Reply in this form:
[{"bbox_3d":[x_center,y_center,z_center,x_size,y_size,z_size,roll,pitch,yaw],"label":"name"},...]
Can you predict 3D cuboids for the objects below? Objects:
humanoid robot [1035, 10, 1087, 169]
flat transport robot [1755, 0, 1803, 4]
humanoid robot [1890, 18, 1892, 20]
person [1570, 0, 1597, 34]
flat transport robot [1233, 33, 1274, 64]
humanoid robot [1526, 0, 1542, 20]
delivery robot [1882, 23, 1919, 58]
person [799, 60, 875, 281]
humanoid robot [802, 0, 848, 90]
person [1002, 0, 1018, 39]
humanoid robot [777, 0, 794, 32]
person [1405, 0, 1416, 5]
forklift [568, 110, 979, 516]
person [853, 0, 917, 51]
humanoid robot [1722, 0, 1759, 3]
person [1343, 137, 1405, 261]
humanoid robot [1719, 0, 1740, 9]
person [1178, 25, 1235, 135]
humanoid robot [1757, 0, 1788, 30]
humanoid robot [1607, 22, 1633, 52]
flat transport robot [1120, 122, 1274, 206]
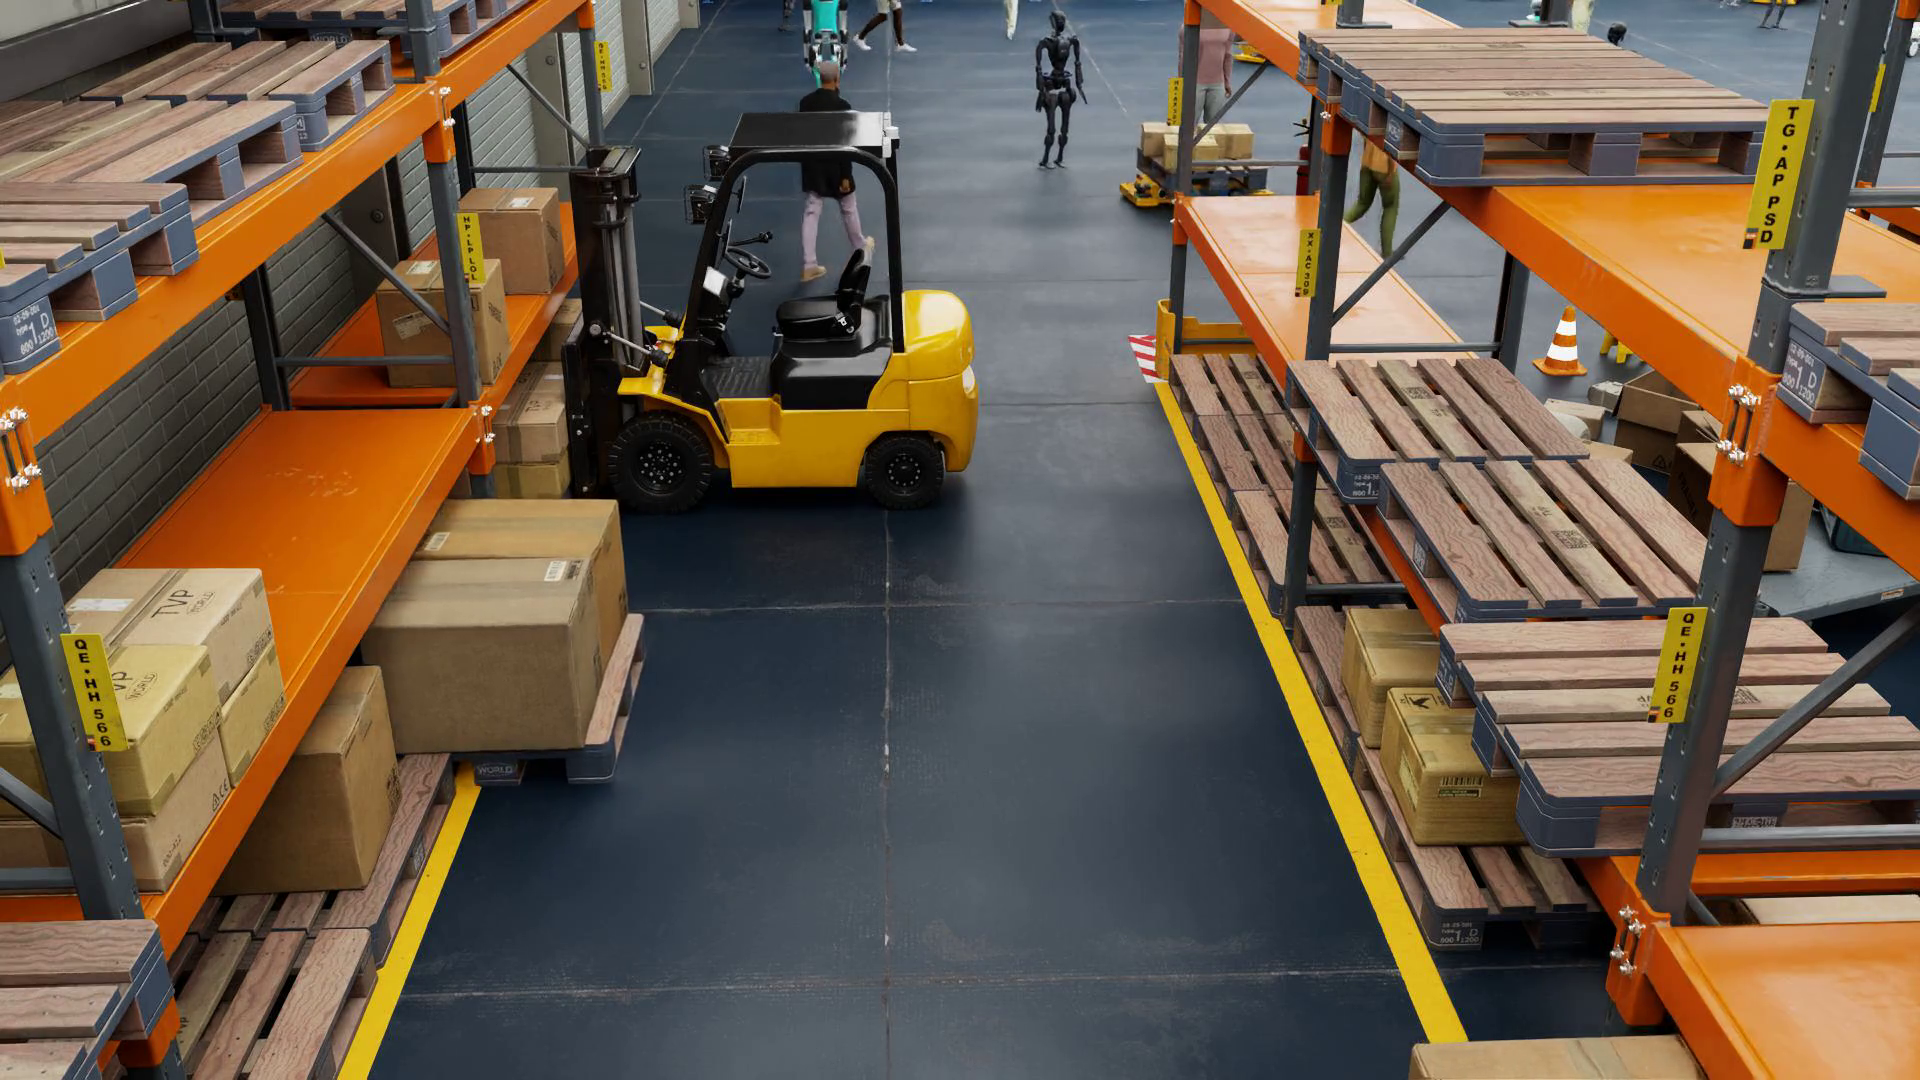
[{"bbox_3d":[1.090,-4.846,17.919,0.590,1.654,0.376,-12,28,-23],"label":"humanoid robot"},{"bbox_3d":[15.067,-9.995,30.469,0.659,0.231,1.431,16,30,31],"label":"flat transport robot"},{"bbox_3d":[15.527,-9.405,27.636,0.802,1.622,0.609,-20,32,-36],"label":"humanoid robot"},{"bbox_3d":[8.897,-7.653,23.661,0.624,1.858,0.439,-14,29,-27],"label":"person"},{"bbox_3d":[4.733,-7.253,24.664,0.659,0.231,1.431,23,34,40],"label":"flat transport robot"},{"bbox_3d":[6.471,-4.950,18.120,0.771,1.805,0.541,3,25,6],"label":"humanoid robot"},{"bbox_3d":[14.244,-7.550,24.976,0.813,0.610,0.499,-14,29,-28],"label":"delivery robot"},{"bbox_3d":[-1.095,-3.190,14.260,0.532,1.806,0.975,10,27,21],"label":"person"},{"bbox_3d":[-1.542,-5.573,19.411,0.531,1.821,0.651,-4,26,-9],"label":"humanoid robot"},{"bbox_3d":[0.798,-8.917,26.495,0.580,1.709,0.889,6,26,12],"label":"person"},{"bbox_3d":[-2.818,-9.042,26.810,0.423,1.648,0.599,-9,27,-18],"label":"humanoid robot"},{"bbox_3d":[6.845,-8.463,25.392,0.387,1.837,0.561,23,33,39],"label":"person"},{"bbox_3d":[-1.043,-1.379,9.976,2.313,2.155,1.214,-1,25,-2],"label":"forklift"},{"bbox_3d":[-1.159,-8.266,24.959,0.879,1.866,0.568,3,25,6],"label":"person"},{"bbox_3d":[14.183,-10.515,29.977,0.745,1.633,0.609,12,28,24],"label":"humanoid robot"},{"bbox_3d":[3.595,-3.232,14.490,0.740,1.698,0.451,-12,28,-23],"label":"person"},{"bbox_3d":[13.763,-10.195,29.209,0.530,1.811,0.716,-17,30,-32],"label":"humanoid robot"},{"bbox_3d":[2.583,-4.798,17.511,0.633,1.939,0.368,-8,26,-16],"label":"person"},{"bbox_3d":[13.389,-9.158,27.055,0.472,1.646,0.600,14,29,27],"label":"humanoid robot"},{"bbox_3d":[6.639,-4.523,17.242,0.586,1.648,0.511,-5,26,-10],"label":"humanoid robot"},{"bbox_3d":[2.401,-3.574,16.873,1.431,0.231,0.659,-4,26,-9],"label":"flat transport robot"}]
